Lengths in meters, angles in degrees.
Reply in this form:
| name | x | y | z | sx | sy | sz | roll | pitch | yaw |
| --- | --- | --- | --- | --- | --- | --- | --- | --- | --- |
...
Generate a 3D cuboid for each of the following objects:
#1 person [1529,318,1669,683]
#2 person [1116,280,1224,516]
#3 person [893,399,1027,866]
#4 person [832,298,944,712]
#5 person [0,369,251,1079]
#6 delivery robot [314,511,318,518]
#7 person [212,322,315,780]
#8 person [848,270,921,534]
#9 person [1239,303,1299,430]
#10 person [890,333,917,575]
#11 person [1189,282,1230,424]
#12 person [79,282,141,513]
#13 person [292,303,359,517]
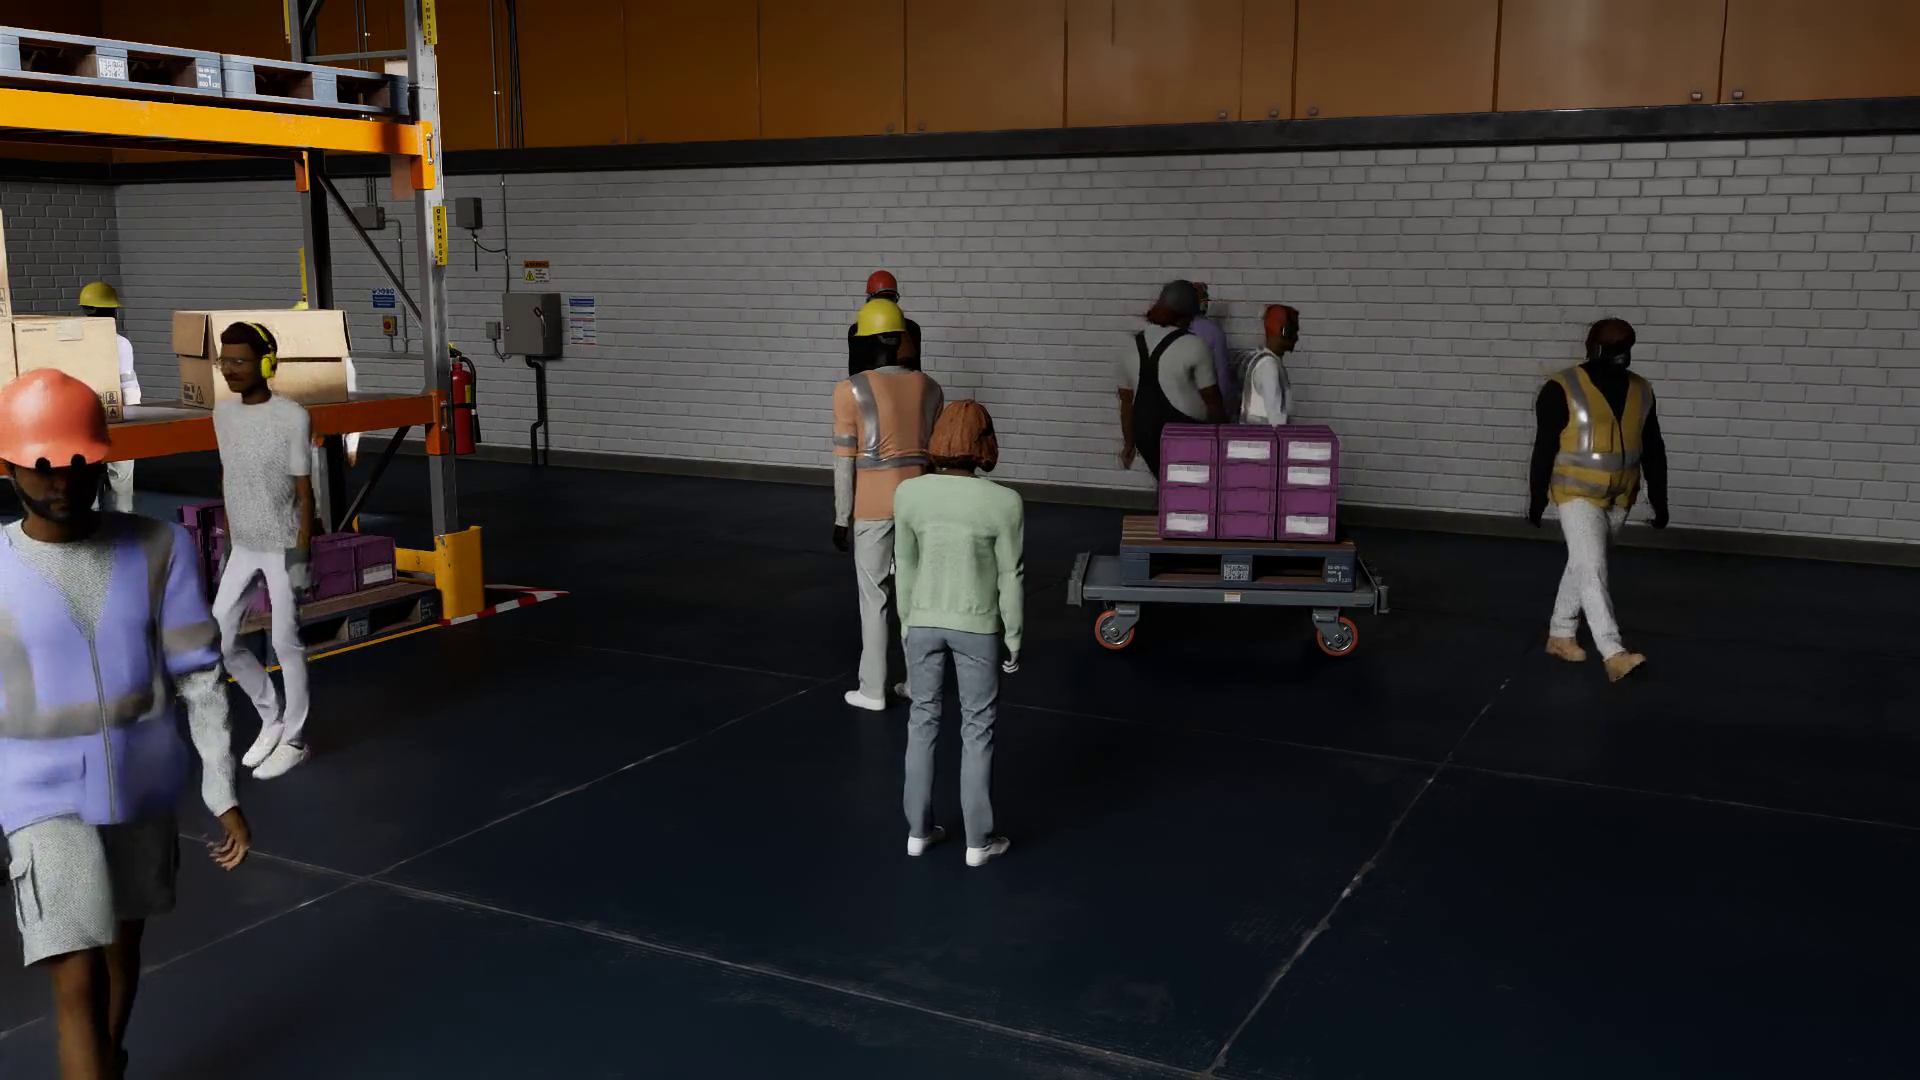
| name | x | y | z | sx | sy | sz | roll | pitch | yaw |
| --- | --- | --- | --- | --- | --- | --- | --- | --- | --- |
| person | 3.268 | -0.204 | 8.357 | 0.660 | 1.791 | 0.952 | -3 | 10 | -16 |
| person | 1.365 | -0.731 | 10.706 | 1.022 | 2.000 | 0.680 | -8 | 13 | -41 |
| person | -0.004 | 0.323 | 5.813 | 0.494 | 1.623 | 0.286 | 4 | 11 | 21 |
| person | -0.342 | -0.162 | 7.788 | 0.581 | 1.918 | 0.415 | -7 | 12 | -36 |
| person | -1.862 | 0.575 | 3.622 | 0.552 | 1.875 | 1.021 | -9 | 13 | -42 |
| delivery robot | -4.358 | -0.036 | 10.710 | 0.477 | 0.478 | 0.707 | 8 | 12 | 39 |
| person | -2.823 | 0.053 | 6.702 | 0.561 | 1.855 | 0.400 | 4 | 11 | 21 |
| person | -0.572 | -1.008 | 12.443 | 0.617 | 1.994 | 0.381 | -6 | 11 | -31 |
| person | 1.805 | -0.524 | 10.143 | 1.000 | 1.833 | 0.552 | 3 | 10 | 19 |
| person | -0.424 | -0.587 | 11.051 | 0.281 | 1.633 | 0.500 | 1 | 10 | 5 |
| person | 1.785 | -1.021 | 12.773 | 0.652 | 1.906 | 0.403 | 7 | 12 | 36 |
| person | -5.850 | -0.796 | 11.414 | 0.588 | 1.927 | 0.371 | 3 | 10 | 15 |
| person | -4.242 | -0.616 | 10.752 | 0.599 | 1.801 | 0.780 | 0 | 10 | -3 |
